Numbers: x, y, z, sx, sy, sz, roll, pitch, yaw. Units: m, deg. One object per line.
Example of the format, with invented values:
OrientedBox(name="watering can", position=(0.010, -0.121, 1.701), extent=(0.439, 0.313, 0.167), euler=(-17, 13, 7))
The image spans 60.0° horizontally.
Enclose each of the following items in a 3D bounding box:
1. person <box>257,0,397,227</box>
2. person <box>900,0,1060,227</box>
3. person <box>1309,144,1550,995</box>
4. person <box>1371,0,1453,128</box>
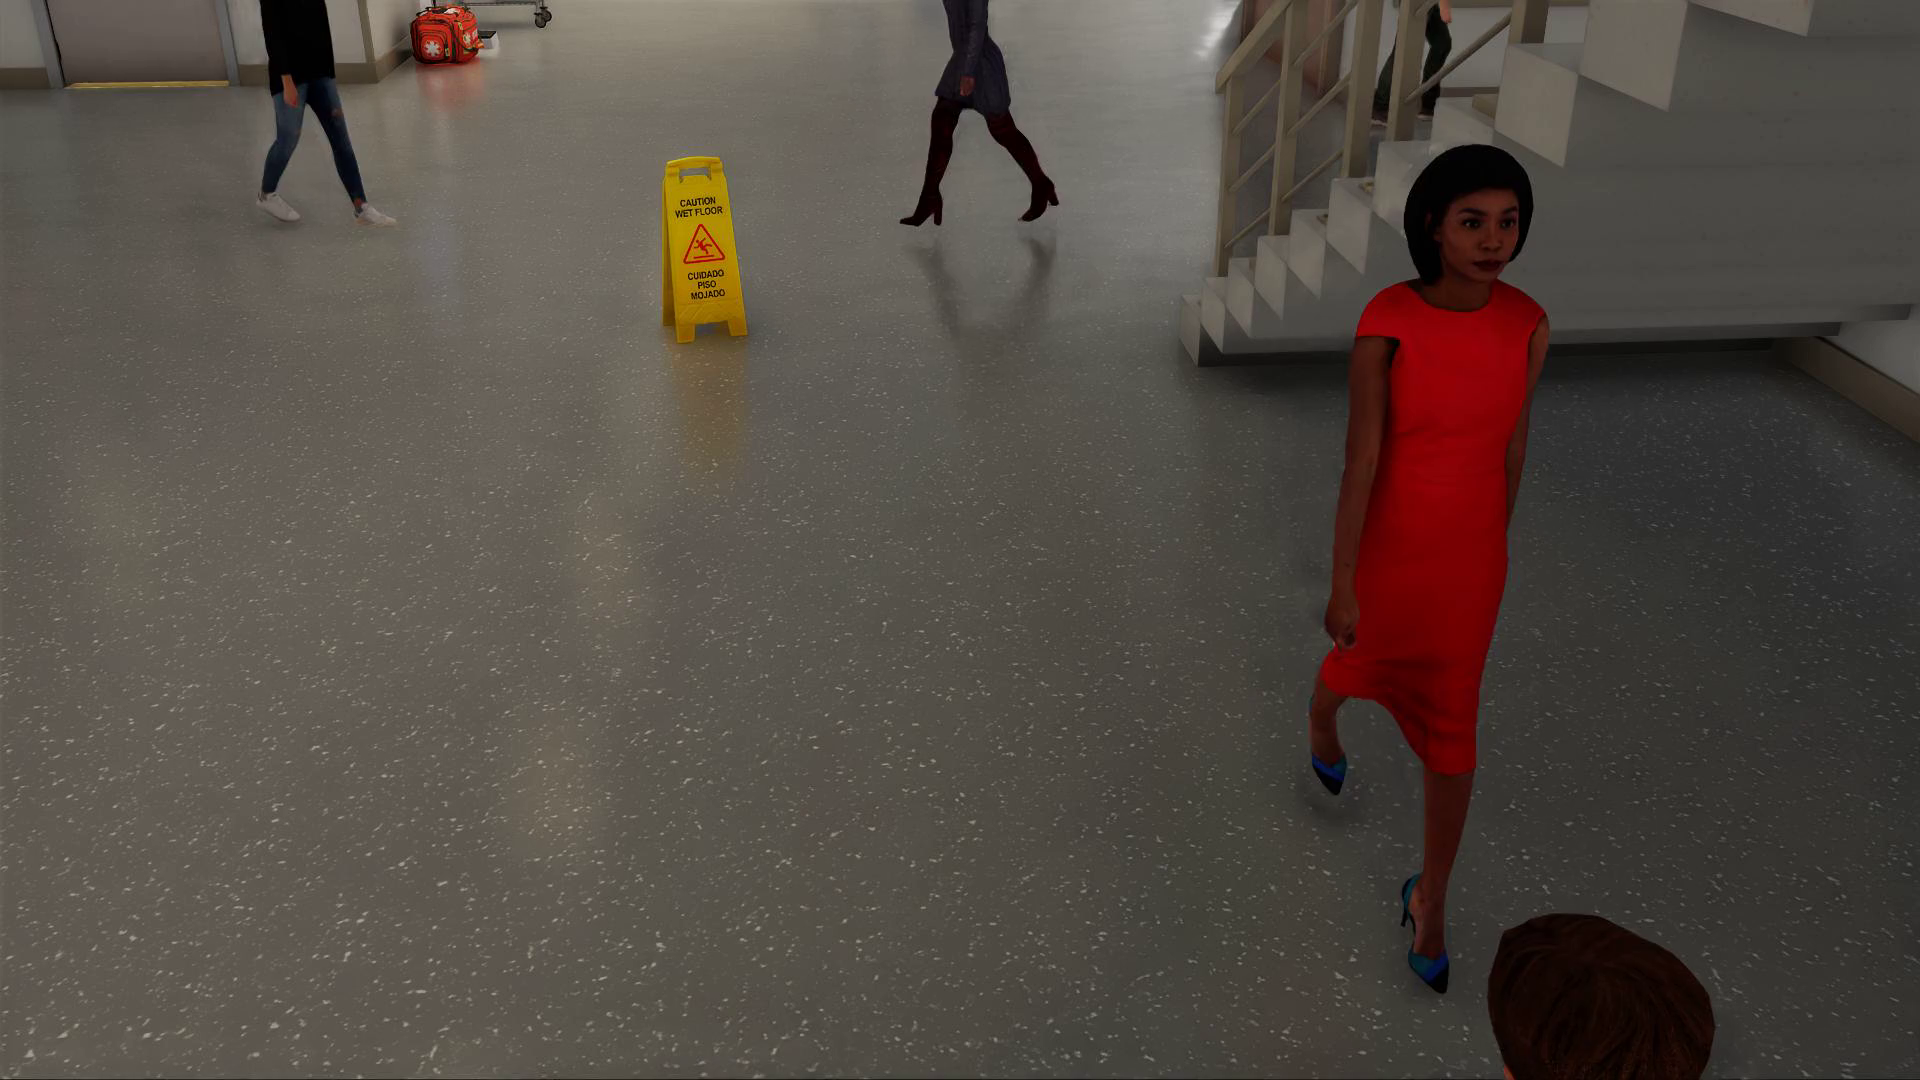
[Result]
OrientedBox(name="person", position=(-3.553, -2.439, 8.805), extent=(0.944, 1.611, 1.089), euler=(8, 27, 17))
OrientedBox(name="person", position=(0.172, -2.454, 8.765), extent=(0.805, 1.671, 1.083), euler=(-7, 27, -15))
OrientedBox(name="person", position=(0.943, 0.023, 3.589), extent=(0.575, 1.706, 1.084), euler=(-2, 26, -4))
OrientedBox(name="person", position=(3.001, -3.598, 11.186), extent=(0.834, 1.629, 0.871), euler=(11, 28, 21))
